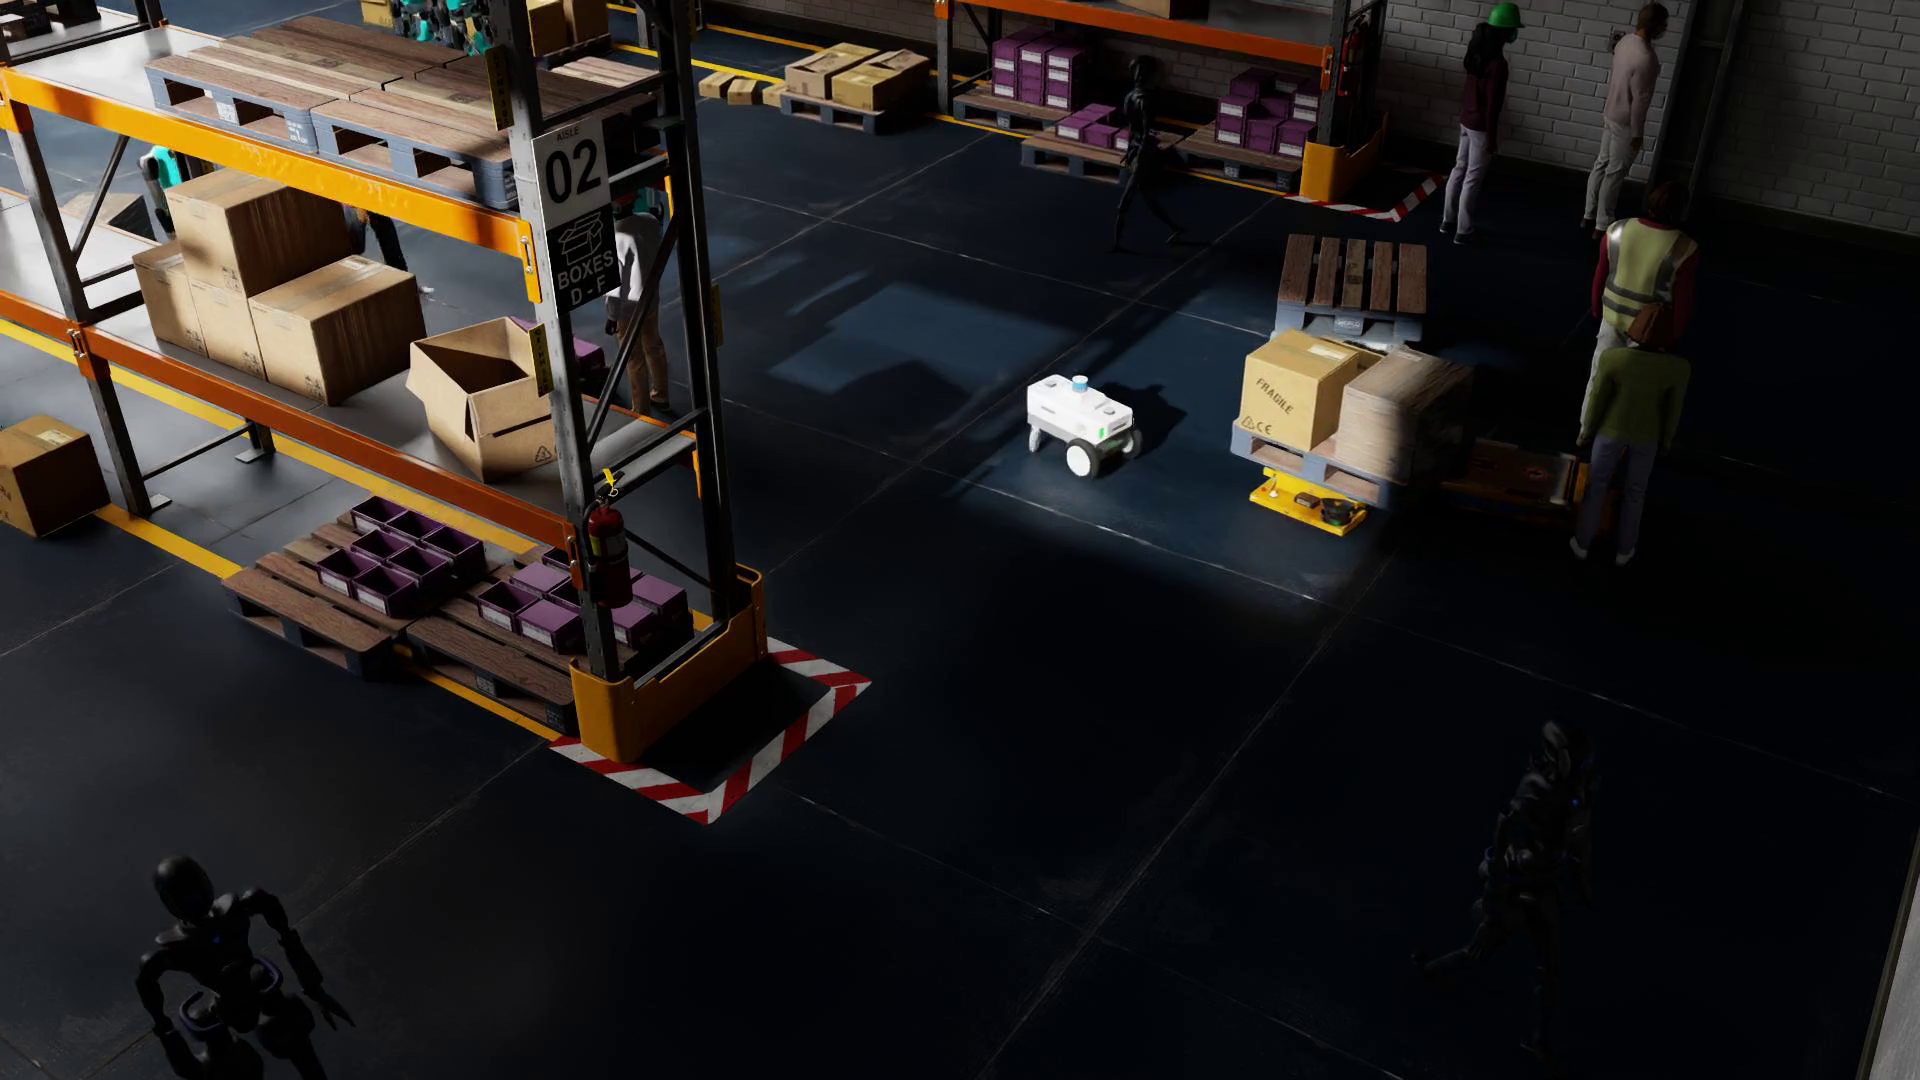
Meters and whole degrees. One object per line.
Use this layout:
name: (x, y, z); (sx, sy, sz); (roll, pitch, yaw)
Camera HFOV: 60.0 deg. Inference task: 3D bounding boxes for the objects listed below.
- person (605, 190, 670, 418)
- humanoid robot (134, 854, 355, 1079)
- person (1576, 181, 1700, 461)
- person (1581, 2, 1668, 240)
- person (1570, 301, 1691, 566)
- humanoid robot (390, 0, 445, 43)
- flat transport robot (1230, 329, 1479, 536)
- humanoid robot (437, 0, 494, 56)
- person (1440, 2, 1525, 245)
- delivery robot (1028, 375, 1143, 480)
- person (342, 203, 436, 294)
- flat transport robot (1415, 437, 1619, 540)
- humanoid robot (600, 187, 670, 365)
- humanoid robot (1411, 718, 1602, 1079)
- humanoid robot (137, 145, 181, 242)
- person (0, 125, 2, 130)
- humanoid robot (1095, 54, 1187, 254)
person: (-2.159, -1.582, 10.939); (0.320, 1.755, 0.566); (14, 36, 20)
humanoid robot: (-2.539, 1.724, 5.946); (0.509, 1.630, 0.605); (25, 41, 33)
person: (4.307, -1.392, 10.572); (0.430, 1.843, 0.624); (-28, 42, -36)
person: (5.444, -3.412, 13.592); (0.373, 1.937, 0.629); (0, 33, 0)
person: (3.826, -0.599, 9.539); (0.502, 1.632, 0.272); (11, 35, 16)
humanoid robot: (-5.386, -5.006, 16.239); (0.776, 1.794, 0.577); (27, 42, 35)
flat transport robot: (2.514, -0.486, 10.621); (0.659, 0.231, 1.431); (25, 40, 33)
humanoid robot: (-4.552, -4.726, 15.792); (0.683, 1.794, 0.530); (25, 40, 33)
person: (4.227, -3.379, 13.528); (0.420, 1.949, 0.489); (-5, 33, -7)
delivery robot: (0.788, -0.757, 10.790); (0.523, 0.613, 0.784); (-27, 42, -35)
person: (-4.547, -2.583, 12.439); (0.783, 1.828, 0.584); (-1, 33, -1)
flat transport robot: (3.352, -0.372, 10.445); (1.431, 0.231, 0.659); (13, 35, 19)
humanoid robot: (-2.388, -2.079, 11.685); (0.543, 1.758, 0.678); (-19, 37, -26)
humanoid robot: (2.216, 1.344, 6.562); (0.601, 1.638, 0.761); (-19, 37, -26)
humanoid robot: (-5.257, -2.097, 11.741); (1.003, 1.731, 0.550); (16, 36, 23)
person: (-9.298, -4.702, 15.853); (0.542, 1.623, 0.312); (-10, 34, -15)
humanoid robot: (1.507, -3.086, 13.371); (0.769, 1.636, 0.593); (-3, 33, -4)
